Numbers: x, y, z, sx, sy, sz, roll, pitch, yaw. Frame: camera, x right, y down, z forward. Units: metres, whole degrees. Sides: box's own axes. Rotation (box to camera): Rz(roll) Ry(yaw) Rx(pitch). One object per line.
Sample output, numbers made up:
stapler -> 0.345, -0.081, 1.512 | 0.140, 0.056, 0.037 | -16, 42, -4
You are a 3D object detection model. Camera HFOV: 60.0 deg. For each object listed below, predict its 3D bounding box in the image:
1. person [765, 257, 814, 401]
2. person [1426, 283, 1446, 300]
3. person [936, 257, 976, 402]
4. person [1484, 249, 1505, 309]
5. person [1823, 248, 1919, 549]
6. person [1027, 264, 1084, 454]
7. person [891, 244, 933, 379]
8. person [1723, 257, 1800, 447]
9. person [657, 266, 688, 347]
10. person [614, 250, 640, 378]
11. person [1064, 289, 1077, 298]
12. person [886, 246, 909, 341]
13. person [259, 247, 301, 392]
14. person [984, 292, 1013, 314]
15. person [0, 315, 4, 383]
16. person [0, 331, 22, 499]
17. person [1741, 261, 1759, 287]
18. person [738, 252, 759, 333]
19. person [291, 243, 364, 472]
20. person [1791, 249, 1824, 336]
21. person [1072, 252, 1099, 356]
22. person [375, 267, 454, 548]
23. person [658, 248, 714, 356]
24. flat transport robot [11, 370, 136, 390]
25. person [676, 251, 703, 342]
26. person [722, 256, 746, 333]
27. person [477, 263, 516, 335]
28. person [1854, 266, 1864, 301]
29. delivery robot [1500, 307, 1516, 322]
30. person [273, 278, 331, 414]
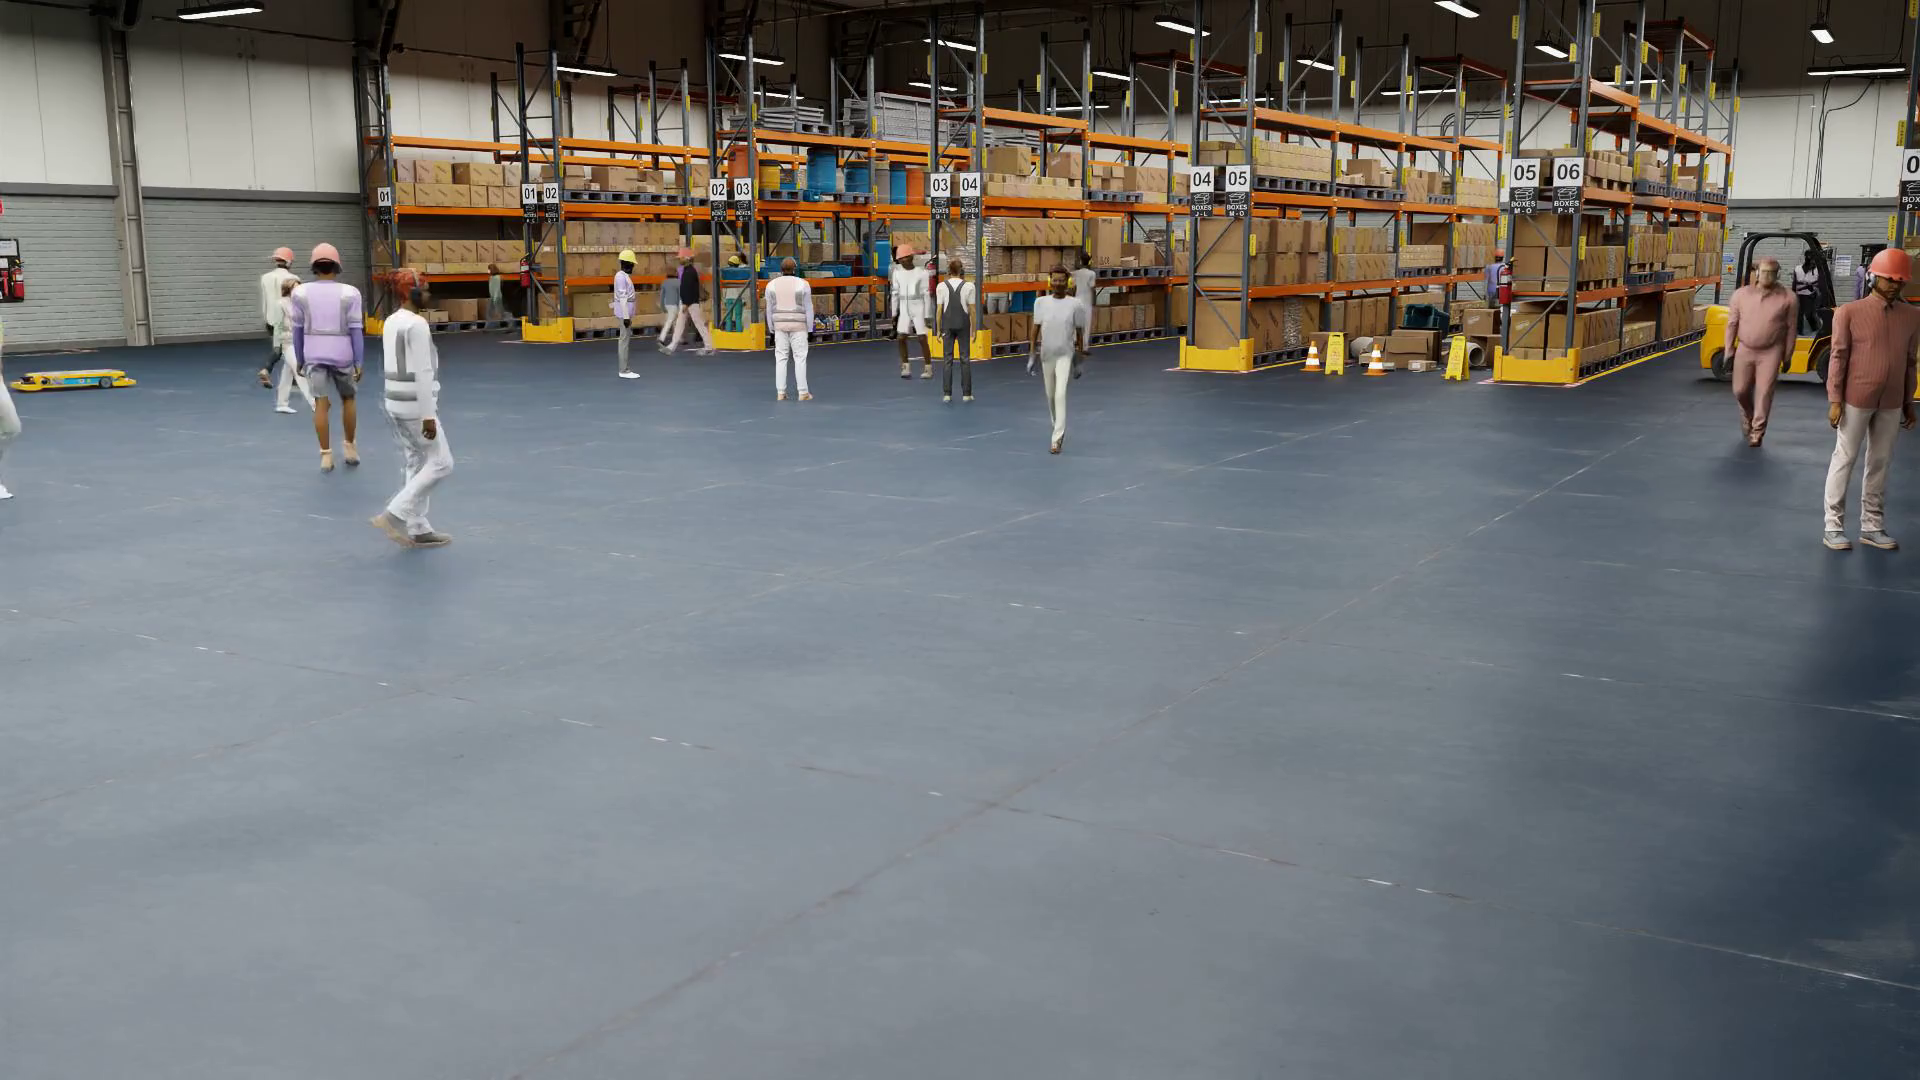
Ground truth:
person -> -2.175, -2.711, 21.429 | 0.627, 1.846, 0.429 | 2, 10, 12
person -> 11.678, -6.067, 40.827 | 0.525, 1.626, 0.365 | 7, 12, 35
person -> -0.046, -2.673, 21.216 | 0.509, 1.842, 0.329 | 1, 10, 6
person -> 12.017, -5.547, 37.210 | 0.561, 1.892, 1.009 | 5, 11, 26
person -> 6.041, -0.923, 11.006 | 0.608, 1.989, 0.387 | -1, 10, -5
person -> 0.955, -1.790, 16.329 | 0.520, 1.830, 0.959 | 3, 11, 18
person -> -0.733, -3.391, 24.805 | 0.612, 2.000, 0.558 | 5, 11, 24
person -> 8.066, -1.902, 16.765 | 0.654, 1.889, 0.713 | 7, 12, 33
person -> -5.690, -4.588, 32.652 | 0.496, 1.587, 0.872 | 8, 13, 37
person -> -5.019, -3.397, 25.047 | 0.376, 1.923, 0.585 | -2, 10, -11
person -> 2.311, -5.213, 35.679 | 0.526, 1.760, 0.337 | 5, 11, 24
person -> -1.262, -5.099, 34.470 | 0.602, 1.961, 0.371 | 7, 12, 35
person -> -9.204, -2.982, 22.556 | 0.615, 1.977, 0.576 | 3, 11, 16
person -> 0.753, -4.814, 32.979 | 0.632, 1.932, 0.374 | 1, 10, 3
person -> -10.922, -2.191, 18.552 | 0.429, 1.835, 0.629 | -2, 10, -11
person -> -7.699, -1.260, 13.113 | 0.407, 1.908, 0.593 | 1, 10, 8
person -> 17.808, -5.443, 37.346 | 0.637, 1.610, 0.558 | 2, 10, 12
person -> -4.722, -5.456, 36.864 | 0.554, 1.819, 0.971 | 6, 12, 28
person -> -5.651, -1.635, 14.927 | 0.628, 2.016, 0.800 | -2, 10, -13
person -> 17.346, -4.996, 34.060 | 0.511, 1.903, 0.594 | -8, 13, -38
person -> 2.247, -4.244, 29.963 | 0.501, 1.862, 0.438 | 9, 14, 42
person -> -3.603, -0.851, 10.944 | 0.461, 1.865, 0.598 | -8, 13, -37
person -> -4.895, -4.260, 29.835 | 1.017, 1.939, 0.641 | -4, 11, -21
flat transport robot -> -12.366, -2.243, 23.212 | 1.431, 0.197, 0.652 | -9, 13, -41
person -> -5.578, -4.968, 33.955 | 0.548, 1.892, 0.995 | 3, 11, 19
person -> -4.570, -4.866, 33.711 | 0.524, 1.769, 0.314 | 5, 11, 26
person -> -10.290, -5.346, 36.897 | 0.873, 1.587, 0.515 | -8, 13, -37
person -> 17.574, -4.635, 32.024 | 0.409, 1.907, 0.651 | -8, 13, -40
delivery robot -> 13.099, -5.489, 40.331 | 0.707, 0.478, 0.477 | -1, 10, -8
person -> -7.800, -2.280, 19.668 | 0.824, 1.595, 0.545 | 2, 10, 10
